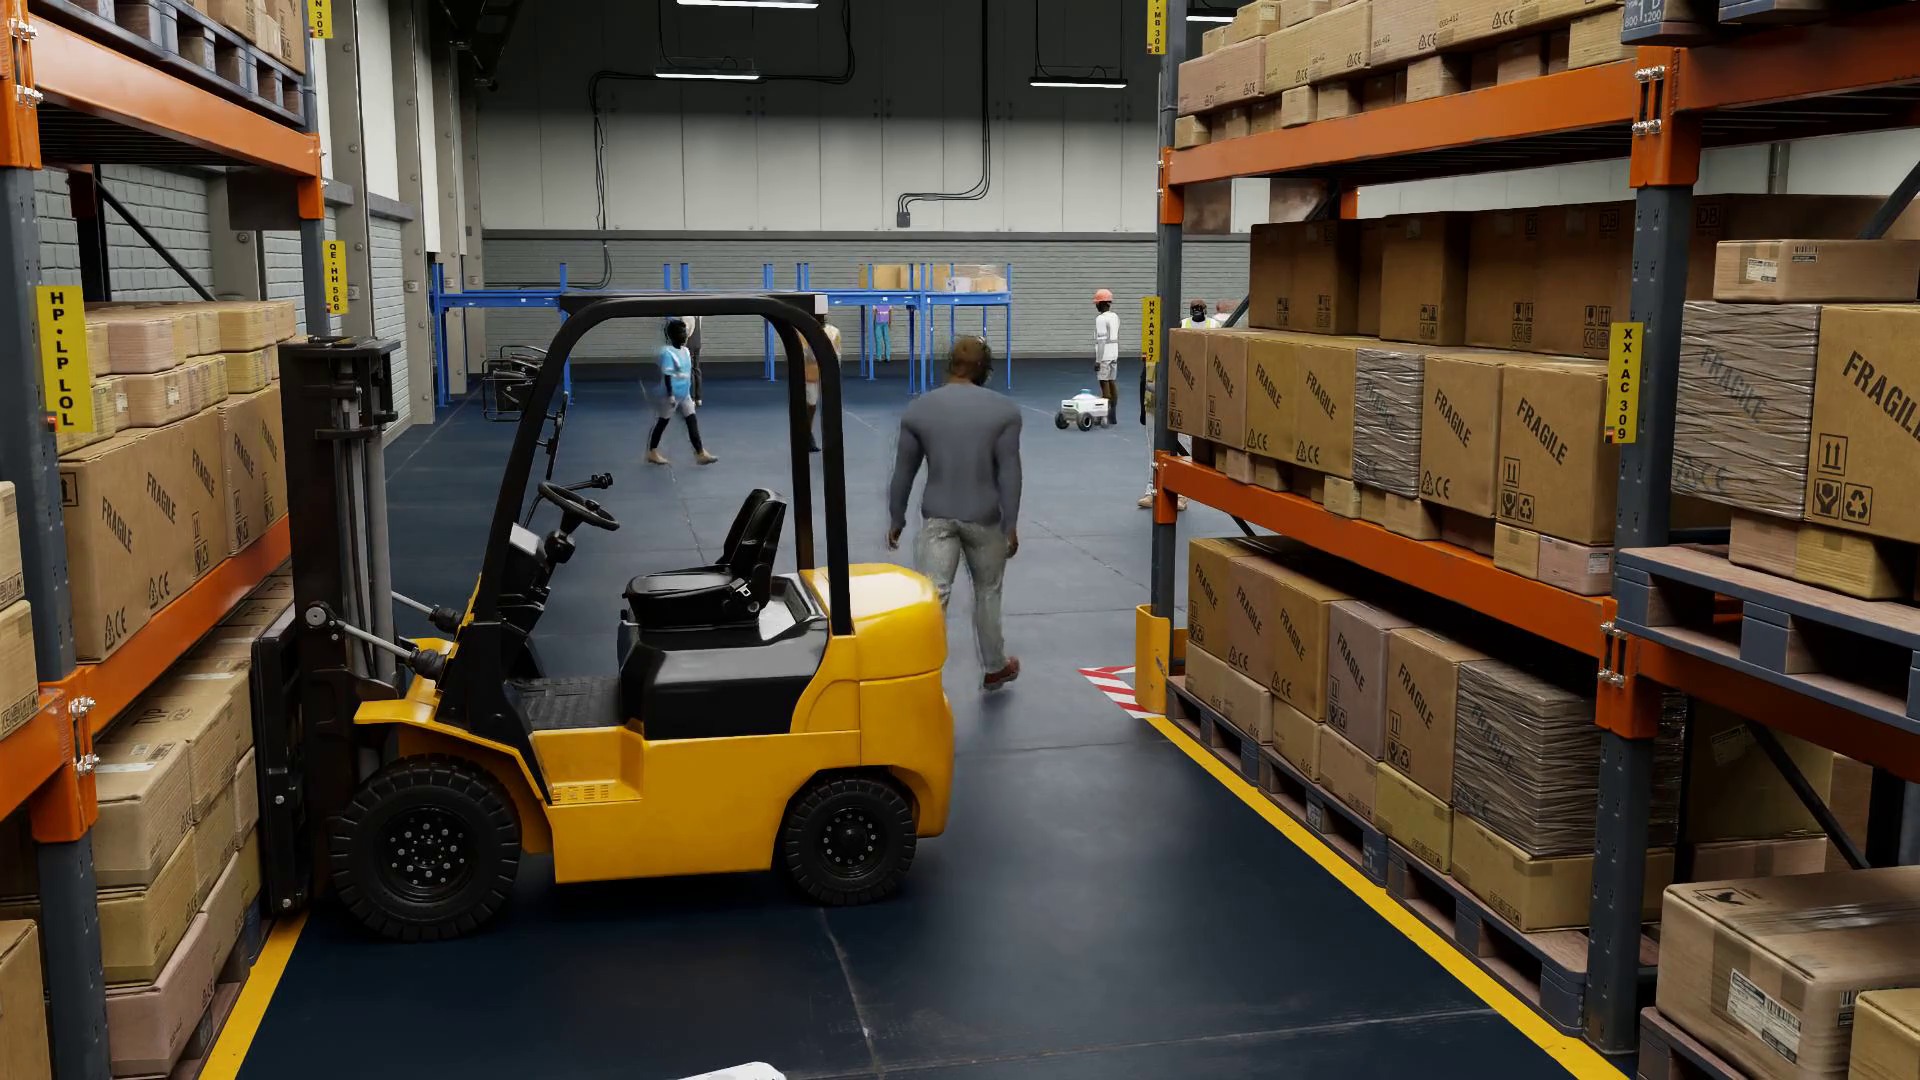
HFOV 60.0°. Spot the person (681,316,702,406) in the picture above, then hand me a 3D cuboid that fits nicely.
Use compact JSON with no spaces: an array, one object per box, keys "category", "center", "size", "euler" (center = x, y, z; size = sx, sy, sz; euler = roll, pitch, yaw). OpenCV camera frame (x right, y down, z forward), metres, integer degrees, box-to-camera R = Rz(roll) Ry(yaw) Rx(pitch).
[{"category":"person","center":[-4.385,-3.097,27.017],"size":[0.338,1.845,0.514],"euler":[4,10,21]}]

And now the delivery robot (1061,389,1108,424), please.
[{"category":"delivery robot","center":[1.748,-1.866,23.283],"size":[0.707,0.478,0.477],"euler":[-9,13,-44]}]

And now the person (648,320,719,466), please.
[{"category":"person","center":[-3.194,-1.658,18.824],"size":[0.897,1.646,0.544],"euler":[4,10,24]}]

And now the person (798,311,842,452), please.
[{"category":"person","center":[-1.676,-1.954,19.996],"size":[0.604,1.866,1.025],"euler":[-4,10,-21]}]

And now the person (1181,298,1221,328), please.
[{"category":"person","center":[3.105,-2.234,21.772],"size":[0.637,1.842,0.429],"euler":[2,10,12]}]

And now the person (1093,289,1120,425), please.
[{"category":"person","center":[2.070,-2.619,23.816],"size":[0.371,1.941,0.544],"euler":[6,11,31]}]

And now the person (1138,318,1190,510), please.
[{"category":"person","center":[1.943,-1.212,15.541],"size":[0.626,1.844,0.429],"euler":[7,11,35]}]

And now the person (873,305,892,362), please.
[{"category":"person","center":[-1.862,-5.146,39.513],"size":[0.570,1.840,0.372],"euler":[-6,11,-33]}]

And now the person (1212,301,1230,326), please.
[{"category":"person","center":[5.084,-3.804,32.061],"size":[0.526,1.614,0.750],"euler":[-7,11,-35]}]

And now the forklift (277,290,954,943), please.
[{"category":"forklift","center":[-1.179,0.175,6.143],"size":[2.313,2.155,1.214],"euler":[-2,10,-12]}]

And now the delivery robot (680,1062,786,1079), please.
[{"category":"delivery robot","center":[-0.417,1.373,3.539],"size":[0.477,0.478,0.707],"euler":[-5,11,-28]}]

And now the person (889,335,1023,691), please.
[{"category":"person","center":[-0.014,-0.102,8.621],"size":[0.710,1.888,0.857],"euler":[1,9,8]}]
